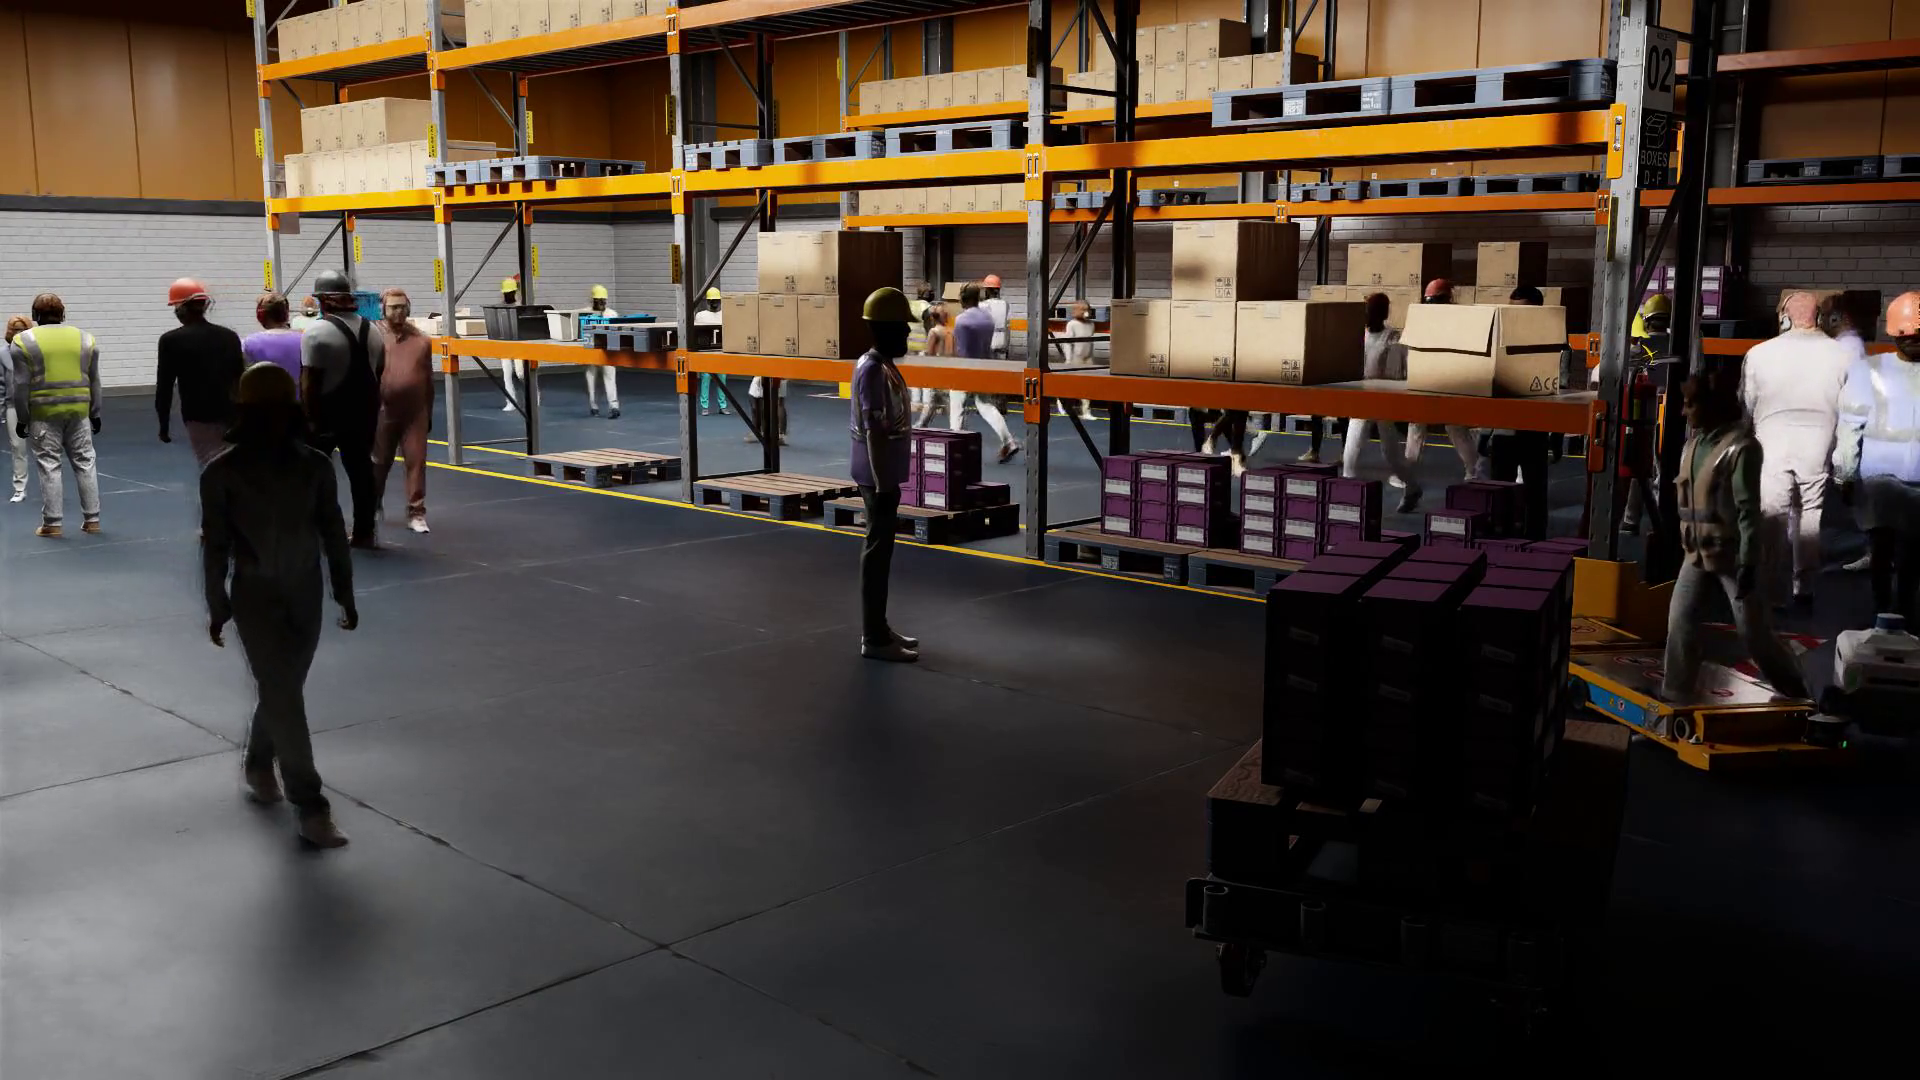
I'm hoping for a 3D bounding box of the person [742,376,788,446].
[{"bbox_3d":[-2.242,-1.914,19.070,0.671,1.667,0.549,7,12,37],"label":"person"}]

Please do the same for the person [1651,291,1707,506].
[{"bbox_3d":[5.853,-1.107,13.508,0.424,1.873,0.599,-1,9,-4],"label":"person"}]

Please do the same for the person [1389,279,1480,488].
[{"bbox_3d":[4.371,-1.378,15.026,0.651,1.941,1.017,-5,10,-27],"label":"person"}]

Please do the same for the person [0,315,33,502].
[{"bbox_3d":[-8.101,-1.138,14.461,0.501,1.628,0.277,-3,10,-18],"label":"person"}]

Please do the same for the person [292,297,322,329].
[{"bbox_3d":[-9.269,-2.657,23.805,0.530,1.603,0.740,-4,10,-21],"label":"person"}]

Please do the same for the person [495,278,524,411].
[{"bbox_3d":[-6.357,-2.797,23.794,0.585,1.903,0.602,2,9,13],"label":"person"}]

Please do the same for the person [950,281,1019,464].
[{"bbox_3d":[0.183,-1.736,17.304,0.970,1.909,0.635,7,12,38],"label":"person"}]

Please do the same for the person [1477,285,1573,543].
[{"bbox_3d":[3.698,-0.706,10.929,0.399,1.915,0.589,-9,13,-44],"label":"person"}]

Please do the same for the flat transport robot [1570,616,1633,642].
[{"bbox_3d":[2.724,0.548,8.264,1.431,0.197,0.652,-1,9,-9],"label":"flat transport robot"}]

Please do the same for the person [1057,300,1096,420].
[{"bbox_3d":[1.592,-2.421,22.360,0.503,1.614,0.585,-7,11,-36],"label":"person"}]

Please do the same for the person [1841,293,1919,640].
[{"bbox_3d":[4.998,-0.328,8.694,0.674,1.900,0.629,2,10,13],"label":"person"}]

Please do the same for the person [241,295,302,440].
[{"bbox_3d":[-5.162,-0.924,12.584,0.620,1.833,0.591,7,12,38],"label":"person"}]

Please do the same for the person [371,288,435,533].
[{"bbox_3d":[-4.389,-1.014,12.913,0.650,1.885,0.795,-6,11,-33],"label":"person"}]

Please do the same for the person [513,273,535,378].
[{"bbox_3d":[-8.116,-3.951,30.754,0.549,1.937,0.358,-9,13,-43],"label":"person"}]

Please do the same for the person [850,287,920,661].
[{"bbox_3d":[-0.387,-0.344,8.667,0.368,1.927,0.587,0,9,0],"label":"person"}]

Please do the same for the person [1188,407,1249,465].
[{"bbox_3d":[2.554,-1.632,16.592,0.711,1.932,0.625,3,10,18],"label":"person"}]

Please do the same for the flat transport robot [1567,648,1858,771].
[{"bbox_3d":[3.171,0.705,7.299,0.652,0.197,1.431,-1,9,-8],"label":"flat transport robot"}]

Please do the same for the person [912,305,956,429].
[{"bbox_3d":[-0.297,-1.975,19.712,0.887,1.586,0.516,4,10,23],"label":"person"}]

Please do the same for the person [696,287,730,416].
[{"bbox_3d":[-3.381,-2.594,22.961,0.533,1.767,0.325,-4,10,-26],"label":"person"}]

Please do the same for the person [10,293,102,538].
[{"bbox_3d":[-6.827,-0.939,12.583,0.429,1.841,0.633,8,12,40],"label":"person"}]

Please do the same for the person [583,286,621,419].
[{"bbox_3d":[-4.866,-2.527,22.479,0.597,1.780,0.931,-4,10,-22],"label":"person"}]

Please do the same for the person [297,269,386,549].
[{"bbox_3d":[-4.470,-0.927,11.893,0.593,2.000,0.715,5,10,27],"label":"person"}]

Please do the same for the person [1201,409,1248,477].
[{"bbox_3d":[2.665,-1.622,16.163,0.649,2.034,0.564,-6,11,-31],"label":"person"}]

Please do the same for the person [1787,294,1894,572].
[{"bbox_3d":[5.814,-0.712,11.153,1.012,1.848,0.668,7,12,37],"label":"person"}]

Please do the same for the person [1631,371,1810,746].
[{"bbox_3d":[3.274,0.085,7.035,0.811,1.596,0.580,-2,9,-12],"label":"person"}]

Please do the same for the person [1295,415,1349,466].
[{"bbox_3d":[3.759,-1.583,17.060,0.697,1.651,0.547,6,11,34],"label":"person"}]

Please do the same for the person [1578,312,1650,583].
[{"bbox_3d":[4.150,-0.560,10.507,0.522,1.762,0.329,-8,12,-39],"label":"person"}]

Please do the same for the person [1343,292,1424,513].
[{"bbox_3d":[3.420,-1.094,13.544,0.949,1.849,0.586,-7,11,-35],"label":"person"}]

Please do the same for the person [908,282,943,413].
[{"bbox_3d":[-0.495,-2.684,23.293,0.429,1.836,0.648,-5,10,-26],"label":"person"}]

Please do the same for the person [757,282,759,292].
[{"bbox_3d":[-3.309,-3.525,28.210,0.629,1.924,0.445,-4,10,-21],"label":"person"}]

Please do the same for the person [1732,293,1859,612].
[{"bbox_3d":[4.958,-0.530,9.970,0.645,1.874,0.707,2,9,12],"label":"person"}]

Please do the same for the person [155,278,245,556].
[{"bbox_3d":[-5.396,-0.864,11.798,0.915,1.947,0.607,5,10,26],"label":"person"}]

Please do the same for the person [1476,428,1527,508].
[{"bbox_3d":[4.028,-0.832,12.202,0.525,1.747,0.369,-5,11,-29],"label":"person"}]

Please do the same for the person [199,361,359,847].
[{"bbox_3d":[-2.485,0.197,6.048,0.883,1.701,0.500,8,12,40],"label":"person"}]

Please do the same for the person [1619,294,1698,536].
[{"bbox_3d":[5.243,-0.938,12.600,0.599,1.830,0.403,0,9,2],"label":"person"}]

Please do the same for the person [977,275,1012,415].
[{"bbox_3d":[0.446,-2.687,22.999,0.552,1.937,0.359,-7,11,-36],"label":"person"}]

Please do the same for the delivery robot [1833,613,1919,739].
[{"bbox_3d":[3.933,0.554,7.070,0.477,0.478,0.707,4,10,23],"label":"delivery robot"}]

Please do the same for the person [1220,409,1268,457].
[{"bbox_3d":[2.991,-1.758,17.601,0.564,1.846,0.584,8,12,41],"label":"person"}]
